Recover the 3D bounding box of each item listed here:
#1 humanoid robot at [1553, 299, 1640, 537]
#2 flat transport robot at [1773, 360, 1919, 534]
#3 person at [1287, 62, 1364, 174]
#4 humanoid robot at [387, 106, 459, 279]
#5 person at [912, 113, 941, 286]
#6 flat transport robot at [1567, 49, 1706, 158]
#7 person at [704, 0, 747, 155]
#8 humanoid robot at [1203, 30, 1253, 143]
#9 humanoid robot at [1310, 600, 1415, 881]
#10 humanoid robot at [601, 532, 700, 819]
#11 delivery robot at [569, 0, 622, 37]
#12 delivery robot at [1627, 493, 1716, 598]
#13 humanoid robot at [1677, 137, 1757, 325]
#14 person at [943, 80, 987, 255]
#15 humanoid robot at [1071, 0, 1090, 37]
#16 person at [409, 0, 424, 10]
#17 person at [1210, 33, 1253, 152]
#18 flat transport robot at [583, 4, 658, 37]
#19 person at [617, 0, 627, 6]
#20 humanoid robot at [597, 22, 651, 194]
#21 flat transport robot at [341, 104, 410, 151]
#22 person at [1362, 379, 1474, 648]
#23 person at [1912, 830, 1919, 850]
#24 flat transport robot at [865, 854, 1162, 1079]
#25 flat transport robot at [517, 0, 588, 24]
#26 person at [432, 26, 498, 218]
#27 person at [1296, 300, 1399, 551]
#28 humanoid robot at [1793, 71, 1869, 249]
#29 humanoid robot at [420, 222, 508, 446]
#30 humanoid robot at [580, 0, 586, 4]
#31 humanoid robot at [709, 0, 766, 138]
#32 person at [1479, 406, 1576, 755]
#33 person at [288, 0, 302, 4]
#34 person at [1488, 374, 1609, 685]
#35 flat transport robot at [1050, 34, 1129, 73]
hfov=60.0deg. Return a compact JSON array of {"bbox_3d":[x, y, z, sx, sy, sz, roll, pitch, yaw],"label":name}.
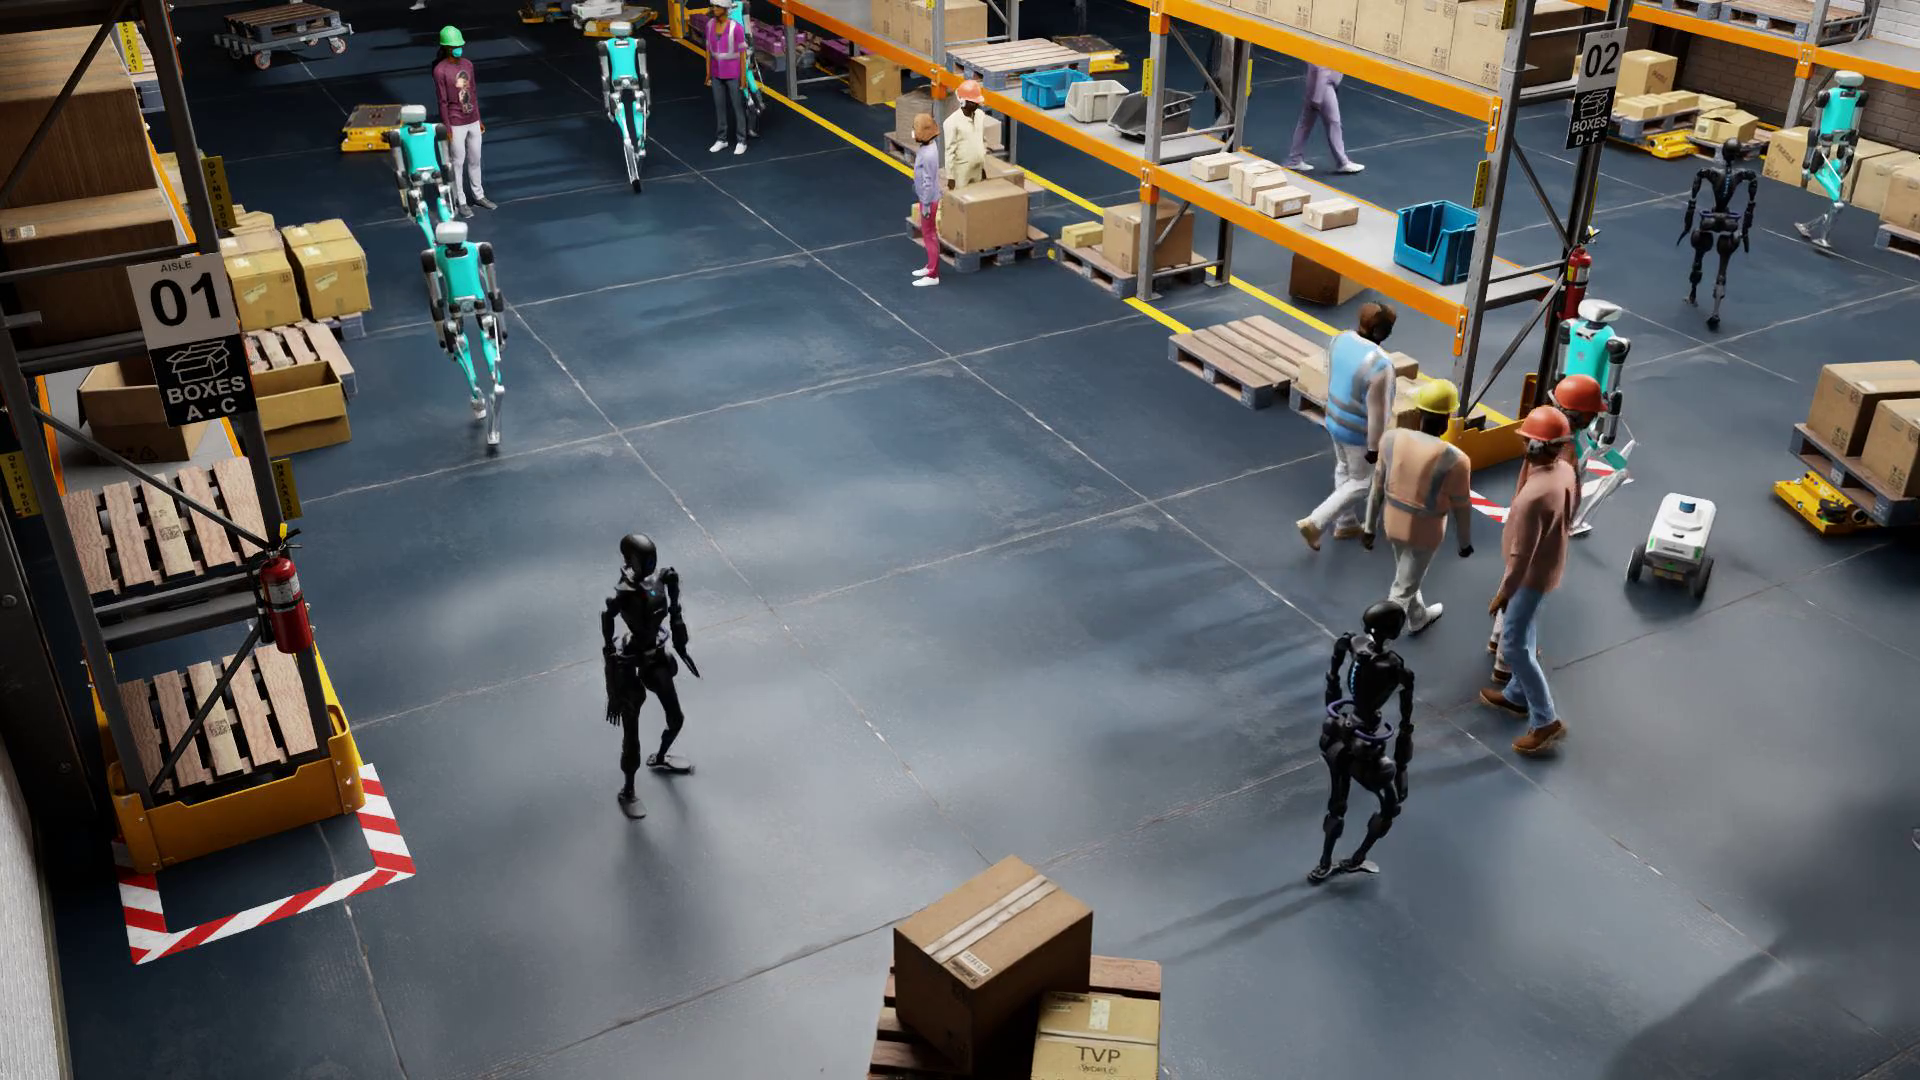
[{"bbox_3d":[4.367,-0.816,11.358,0.672,1.797,0.552,-16,34,-26],"label":"humanoid robot"},{"bbox_3d":[6.710,-0.316,11.960,1.431,0.231,0.659,-4,30,-6],"label":"flat transport robot"},{"bbox_3d":[4.148,-5.002,18.515,0.907,1.866,0.652,0,30,0],"label":"person"},{"bbox_3d":[-4.836,-3.052,15.273,0.537,1.737,1.027,-13,32,-21],"label":"humanoid robot"},{"bbox_3d":[-0.317,-3.193,15.606,0.280,1.628,0.499,-1,30,-2],"label":"person"},{"bbox_3d":[8.123,-4.873,19.892,0.659,0.231,1.431,-16,33,-25],"label":"flat transport robot"},{"bbox_3d":[-2.701,-5.384,19.197,0.524,1.846,0.318,11,32,18],"label":"person"},{"bbox_3d":[3.134,-5.368,19.361,0.612,1.643,0.502,16,34,26],"label":"humanoid robot"},{"bbox_3d":[1.984,1.000,8.253,0.392,1.655,0.600,-18,34,-28],"label":"humanoid robot"},{"bbox_3d":[-1.687,0.661,8.835,0.381,1.638,0.591,20,35,31],"label":"humanoid robot"},{"bbox_3d":[-5.413,-7.800,24.719,0.789,0.612,0.499,-20,35,-31],"label":"delivery robot"},{"bbox_3d":[4.813,-0.007,11.129,0.499,0.589,0.792,15,33,25],"label":"delivery robot"},{"bbox_3d":[6.777,-2.773,14.881,0.604,1.636,0.798,8,31,14],"label":"humanoid robot"},{"bbox_3d":[0.079,-3.613,16.217,0.343,1.743,0.564,22,37,34],"label":"person"},{"bbox_3d":[1.724,-7.725,23.455,0.347,1.643,0.609,8,31,14],"label":"humanoid robot"},{"bbox_3d":[-8.490,-9.147,25.969,0.491,1.614,0.515,-23,37,-34],"label":"person"},{"bbox_3d":[3.141,-5.332,19.115,0.631,1.871,0.607,3,30,5],"label":"person"},{"bbox_3d":[-5.092,-7.792,24.974,0.659,0.231,1.431,5,30,9],"label":"flat transport robot"},{"bbox_3d":[-5.311,-8.691,25.106,0.608,1.694,0.912,5,30,9],"label":"person"},{"bbox_3d":[-3.576,-4.648,18.083,0.530,1.778,1.014,-9,31,-14],"label":"humanoid robot"},{"bbox_3d":[-7.041,-4.998,20.110,0.659,0.231,1.431,-5,30,-8],"label":"flat transport robot"},{"bbox_3d":[2.737,-0.085,9.954,1.029,1.863,0.589,-23,37,-35],"label":"person"},{"bbox_3d":[5.412,1.049,8.157,0.959,1.682,0.726,15,33,25],"label":"person"},{"bbox_3d":[0.237,2.408,7.217,0.659,0.231,1.431,4,30,7],"label":"flat transport robot"},{"bbox_3d":[-6.059,-8.169,25.630,1.431,0.231,0.659,-10,31,-17],"label":"flat transport robot"},{"bbox_3d":[-5.197,-4.369,17.328,0.423,1.949,0.501,19,35,29],"label":"person"},{"bbox_3d":[2.608,-0.743,11.152,0.630,1.823,0.628,-9,31,-16],"label":"person"},{"bbox_3d":[8.608,-3.657,16.310,0.544,1.743,0.980,-5,30,-8],"label":"humanoid robot"},{"bbox_3d":[-3.679,-1.501,12.547,0.553,1.728,1.028,-9,31,-15],"label":"humanoid robot"},{"bbox_3d":[-5.605,-8.542,24.888,0.602,1.654,0.458,-5,30,-8],"label":"humanoid robot"},{"bbox_3d":[-2.548,-5.590,19.696,0.531,1.792,0.780,-22,37,-33],"label":"humanoid robot"},{"bbox_3d":[3.285,0.212,9.350,0.675,1.959,0.666,20,35,30],"label":"person"},{"bbox_3d":[-9.869,-8.443,24.542,0.430,1.833,0.636,-13,32,-21],"label":"person"},{"bbox_3d":[3.453,-0.064,9.804,0.407,1.983,0.617,7,31,11],"label":"person"},{"bbox_3d":[1.785,-6.818,23.279,0.659,0.231,1.431,-9,31,-16],"label":"flat transport robot"}]
